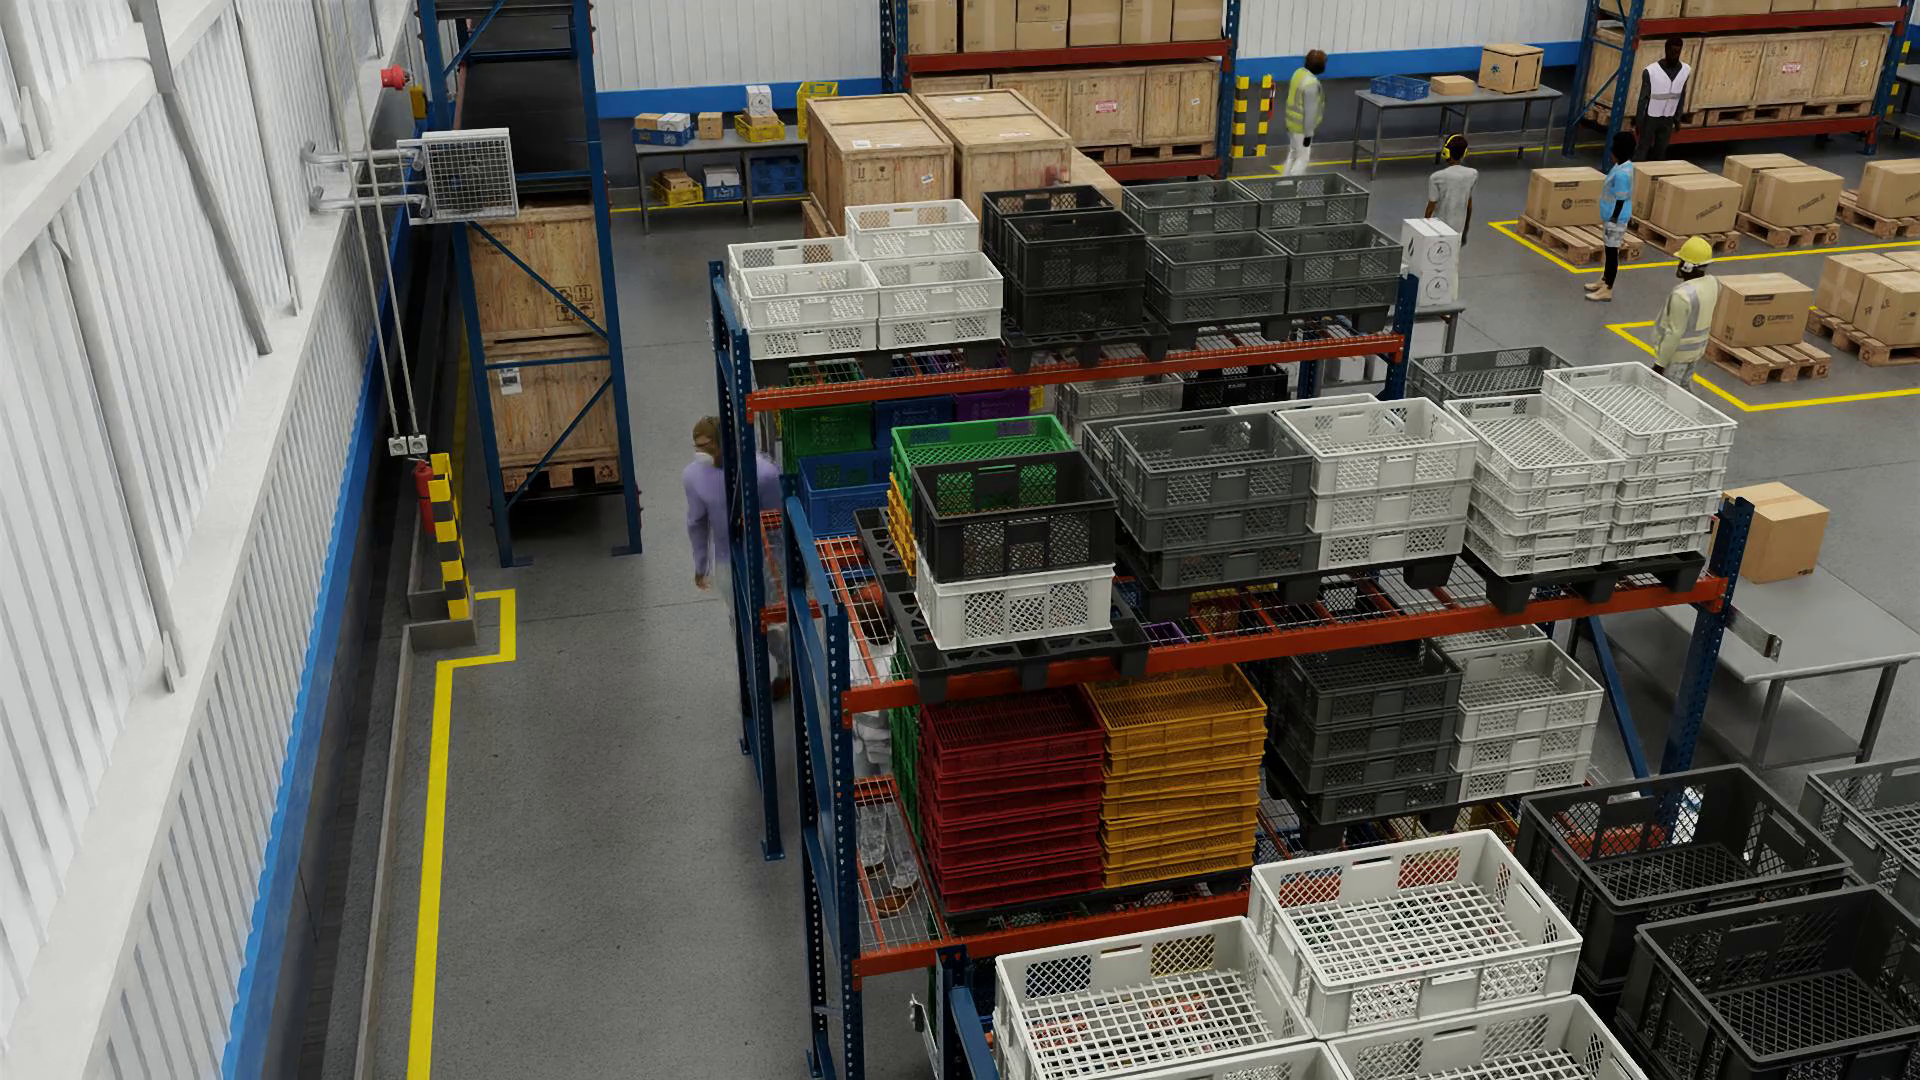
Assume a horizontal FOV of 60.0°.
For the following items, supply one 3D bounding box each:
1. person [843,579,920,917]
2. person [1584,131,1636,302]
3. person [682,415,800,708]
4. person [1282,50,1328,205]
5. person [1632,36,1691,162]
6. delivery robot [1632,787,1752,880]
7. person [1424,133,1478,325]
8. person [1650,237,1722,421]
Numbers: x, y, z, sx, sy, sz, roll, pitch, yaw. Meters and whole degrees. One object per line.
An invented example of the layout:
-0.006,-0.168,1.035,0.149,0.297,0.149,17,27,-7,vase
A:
-0.401,1.028,8.349,0.575,1.885,0.355,25,37,39,person
6.538,-3.236,16.635,0.322,1.698,0.533,10,29,18,person
-1.307,0.138,10.040,0.726,1.905,0.400,11,30,20,person
4.044,-4.856,19.580,0.432,1.822,0.664,-2,28,-3,person
8.321,-5.041,19.843,0.587,1.911,0.395,-6,28,-11,person
3.801,1.548,8.676,0.477,0.478,0.707,-4,28,-8,delivery robot
4.653,-2.954,15.937,0.502,1.861,0.328,-5,28,-10,person
5.695,-1.510,13.218,0.586,1.835,0.403,-22,35,-36,person
